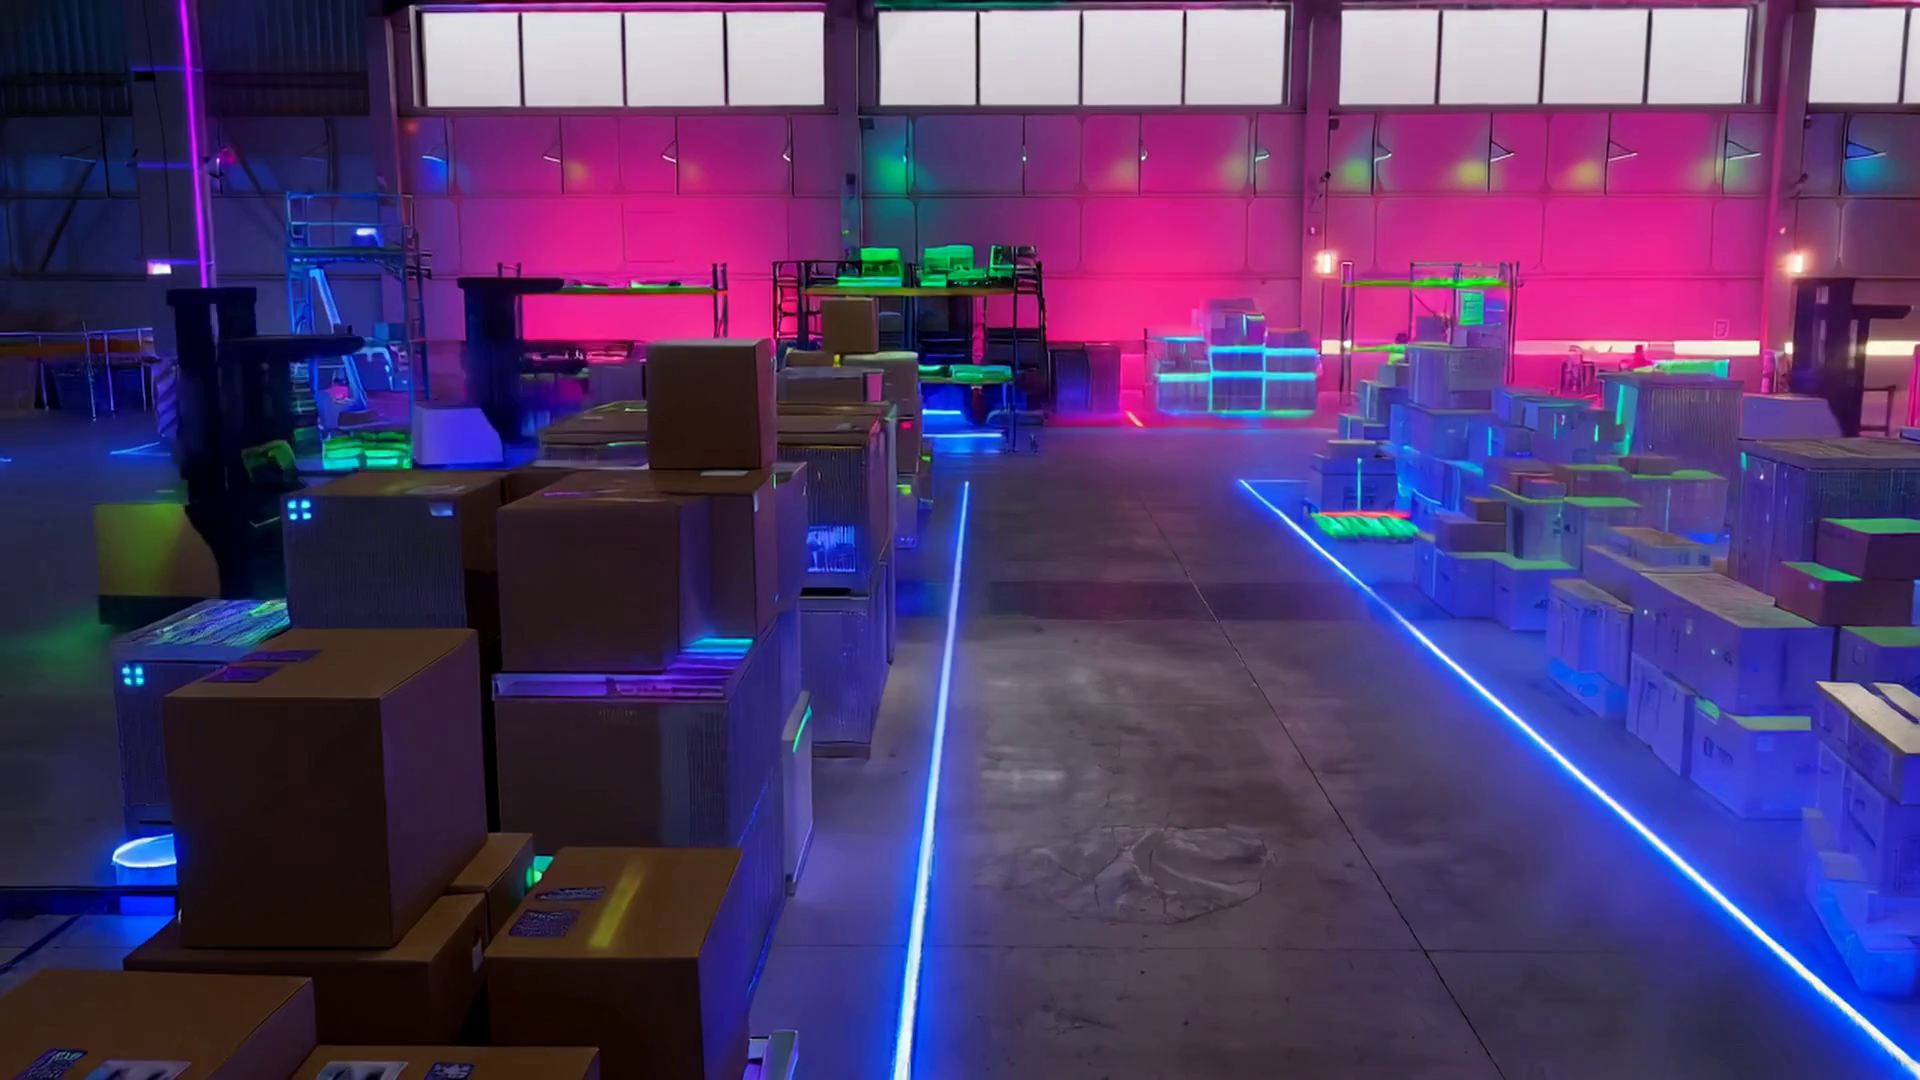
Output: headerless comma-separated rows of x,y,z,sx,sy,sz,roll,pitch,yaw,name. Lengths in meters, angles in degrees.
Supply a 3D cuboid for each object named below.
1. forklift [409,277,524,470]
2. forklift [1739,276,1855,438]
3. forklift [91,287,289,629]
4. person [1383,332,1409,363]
-6.557,-2.206,22.850,1.873,2.768,1.129,-5,11,-27,forklift
12.441,-2.428,24.180,1.873,2.768,1.129,-1,10,-8,forklift
-6.160,-0.715,13.920,1.873,2.768,1.129,0,9,1,forklift
7.046,-2.381,26.756,0.408,1.922,0.579,-6,11,-30,person
